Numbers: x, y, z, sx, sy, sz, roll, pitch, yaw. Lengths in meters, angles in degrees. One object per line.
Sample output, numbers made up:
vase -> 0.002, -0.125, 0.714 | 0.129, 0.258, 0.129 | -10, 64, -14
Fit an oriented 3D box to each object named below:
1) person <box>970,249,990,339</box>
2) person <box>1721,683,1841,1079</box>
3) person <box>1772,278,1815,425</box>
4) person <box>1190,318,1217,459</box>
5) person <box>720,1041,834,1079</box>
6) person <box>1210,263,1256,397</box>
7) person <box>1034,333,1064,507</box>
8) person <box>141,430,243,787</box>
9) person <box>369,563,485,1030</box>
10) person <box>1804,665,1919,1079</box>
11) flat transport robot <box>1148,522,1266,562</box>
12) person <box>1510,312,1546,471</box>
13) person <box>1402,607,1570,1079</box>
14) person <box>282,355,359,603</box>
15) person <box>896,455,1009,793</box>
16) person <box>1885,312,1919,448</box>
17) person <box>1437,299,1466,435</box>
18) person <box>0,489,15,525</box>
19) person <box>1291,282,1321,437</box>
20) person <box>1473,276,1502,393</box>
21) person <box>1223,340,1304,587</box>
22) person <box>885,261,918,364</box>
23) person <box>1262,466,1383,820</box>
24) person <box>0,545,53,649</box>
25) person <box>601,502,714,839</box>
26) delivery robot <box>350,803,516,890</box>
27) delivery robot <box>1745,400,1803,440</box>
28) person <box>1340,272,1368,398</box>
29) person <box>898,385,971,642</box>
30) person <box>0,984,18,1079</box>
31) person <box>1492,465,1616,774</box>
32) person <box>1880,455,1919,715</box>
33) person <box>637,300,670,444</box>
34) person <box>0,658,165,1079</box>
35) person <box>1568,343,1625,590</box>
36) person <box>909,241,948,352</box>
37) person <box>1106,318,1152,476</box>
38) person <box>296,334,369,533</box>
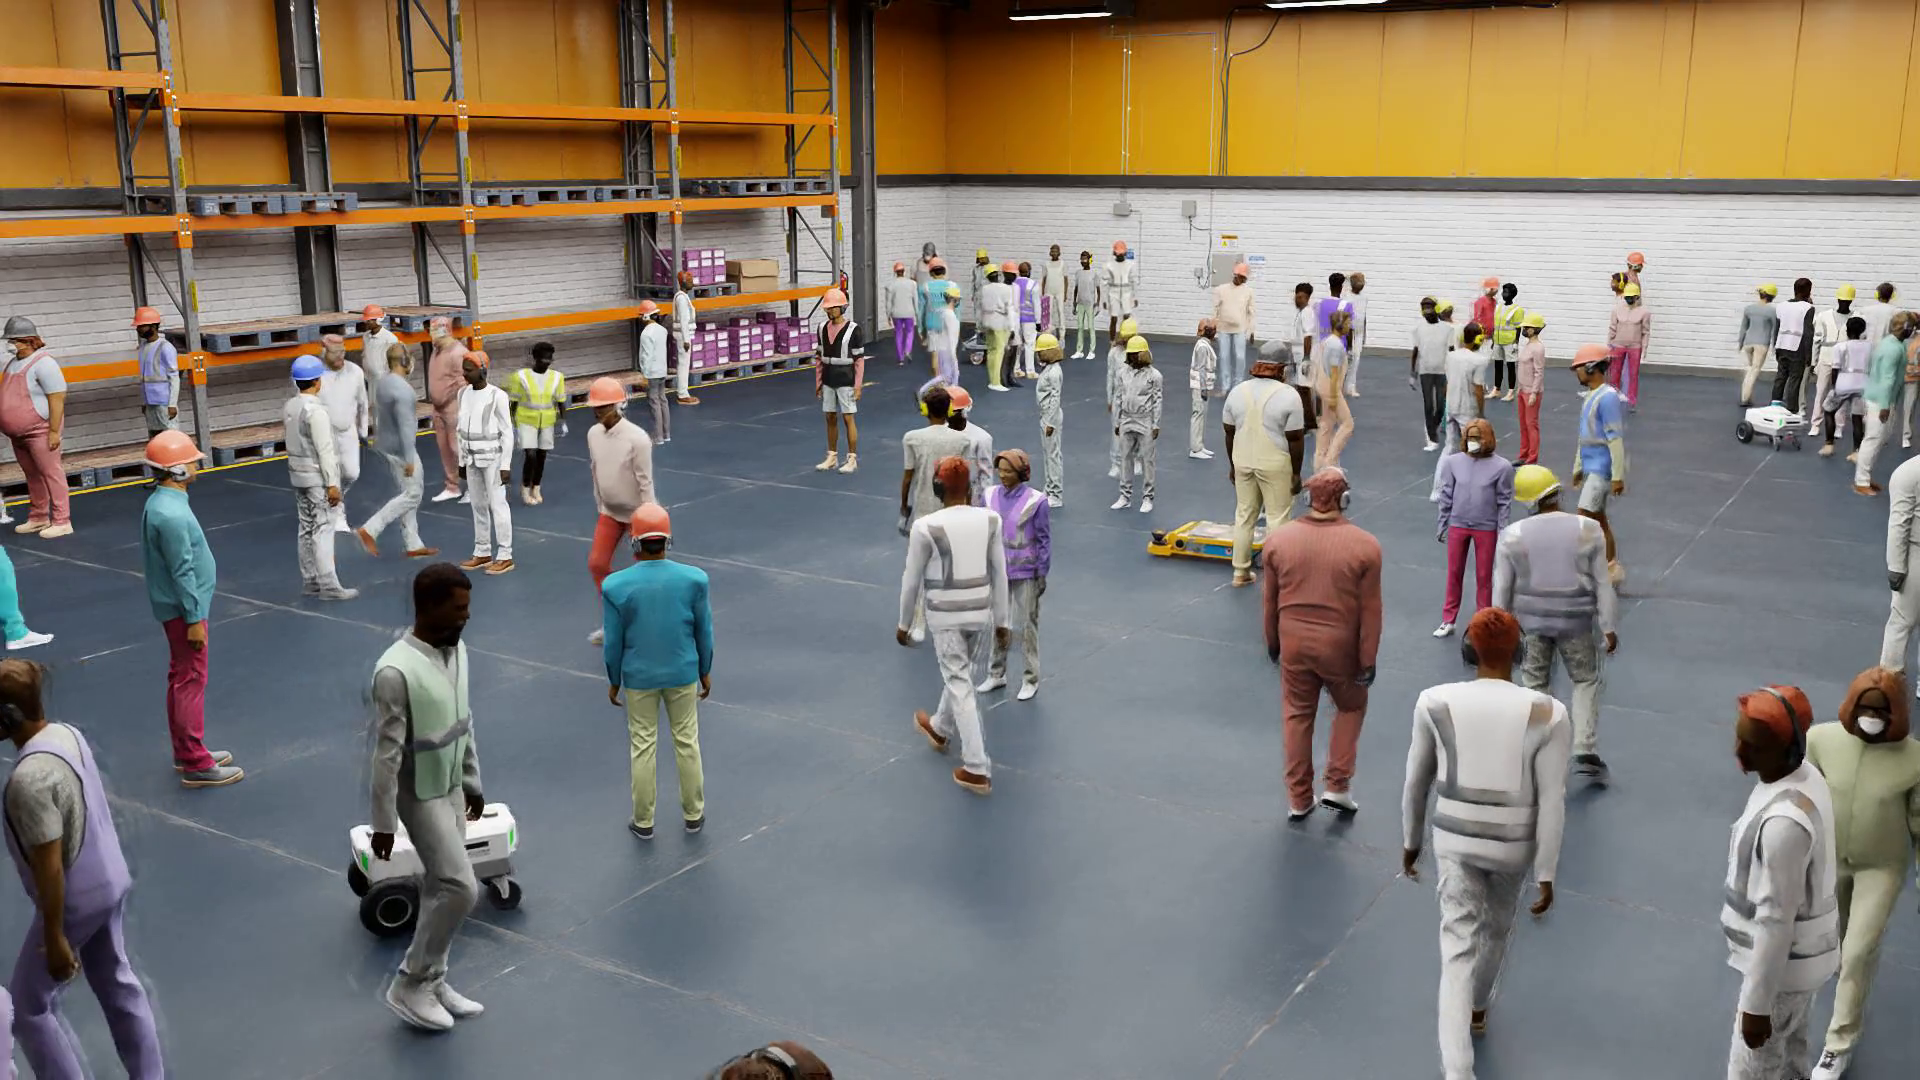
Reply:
person -> 0.424, -4.666, 31.701 | 0.494, 1.741, 0.308 | 8, 15, 31
person -> 2.630, 1.345, 5.366 | 0.359, 1.871, 0.718 | 8, 15, 30
person -> 10.911, -2.469, 21.797 | 0.390, 1.914, 0.587 | -5, 14, -20
person -> 2.827, -1.765, 19.367 | 0.315, 1.633, 0.519 | 3, 13, 12
person -> -0.455, 1.863, 3.222 | 0.633, 1.819, 0.657 | -11, 17, -39
person -> 3.978, -3.055, 24.260 | 0.669, 1.958, 0.386 | 3, 13, 11
person -> 0.881, -1.199, 16.668 | 0.302, 1.741, 0.485 | -1, 13, -6
person -> -4.304, 0.379, 9.260 | 0.380, 1.994, 0.623 | -8, 15, -31
person -> -2.110, 1.032, 6.667 | 0.452, 1.884, 0.658 | 2, 13, 8
person -> 3.494, 1.228, 6.429 | 0.525, 1.604, 0.727 | 12, 18, 43
flat transport robot -> 2.430, 0.032, 14.544 | 1.431, 0.197, 0.652 | 7, 15, 27
person -> 6.346, -1.656, 18.584 | 0.304, 1.772, 0.529 | 0, 13, 0
person -> 1.952, 1.172, 6.265 | 0.583, 1.811, 1.063 | 4, 14, 17
person -> -5.069, -0.480, 13.084 | 0.614, 1.949, 0.378 | 12, 18, 43
person -> -0.090, 0.430, 9.378 | 0.588, 1.832, 0.976 | -9, 16, -34
person -> 11.404, -1.936, 20.090 | 0.513, 1.637, 0.313 | 10, 17, 38
person -> 6.131, -2.142, 20.819 | 0.556, 1.719, 0.696 | 0, 13, -1
person -> -9.259, -0.855, 15.499 | 0.521, 1.606, 0.831 | 0, 13, 2
person -> 4.342, -2.255, 20.869 | 0.394, 1.922, 0.709 | 2, 13, 7
person -> 7.764, -3.087, 24.879 | 0.622, 1.732, 0.573 | 12, 18, 43
person -> 2.494, -0.606, 13.434 | 0.688, 2.000, 0.536 | 11, 17, 39
person -> -0.981, -3.844, 28.148 | 0.578, 1.729, 0.376 | 0, 13, 1
person -> 1.910, 0.545, 8.761 | 0.655, 1.891, 0.476 | 7, 15, 28
person -> -6.822, -0.095, 11.590 | 0.873, 1.863, 0.727 | -8, 15, -31
person -> -1.541, 0.668, 8.532 | 0.563, 1.754, 0.321 | -4, 14, -17
delivery robot -> -2.435, 1.415, 7.719 | 0.707, 0.478, 0.477 | -6, 14, -26
delivery robot -> 9.852, -1.445, 20.124 | 0.477, 0.478, 0.707 | -2, 13, -10
person -> 5.694, -2.976, 24.156 | 0.529, 1.834, 0.438 | -6, 14, -25
person -> -0.172, -0.191, 12.034 | 0.525, 1.861, 0.337 | -2, 13, -10
person -> -2.558, 1.590, 4.298 | 0.647, 1.871, 0.926 | 2, 13, 10
person -> 3.348, 0.467, 9.377 | 0.684, 1.774, 0.444 | 5, 14, 20
person -> 6.134, 0.150, 10.451 | 0.643, 1.909, 0.410 | -2, 13, -10
person -> -3.771, -2.052, 20.334 | 0.343, 1.749, 0.573 | 3, 13, 12
person -> -3.132, 1.271, 5.780 | 0.588, 1.813, 0.580 | -2, 13, -7
person -> 5.135, -0.576, 13.406 | 0.561, 1.993, 0.623 | 2, 13, 10
person -> -0.536, -4.424, 29.996 | 0.701, 2.000, 0.815 | 4, 14, 16
person -> 1.849, -1.558, 18.260 | 0.492, 1.754, 0.371 | 2, 13, 7
person -> -5.900, -1.023, 15.636 | 0.651, 1.875, 0.624 | -12, 17, -41
